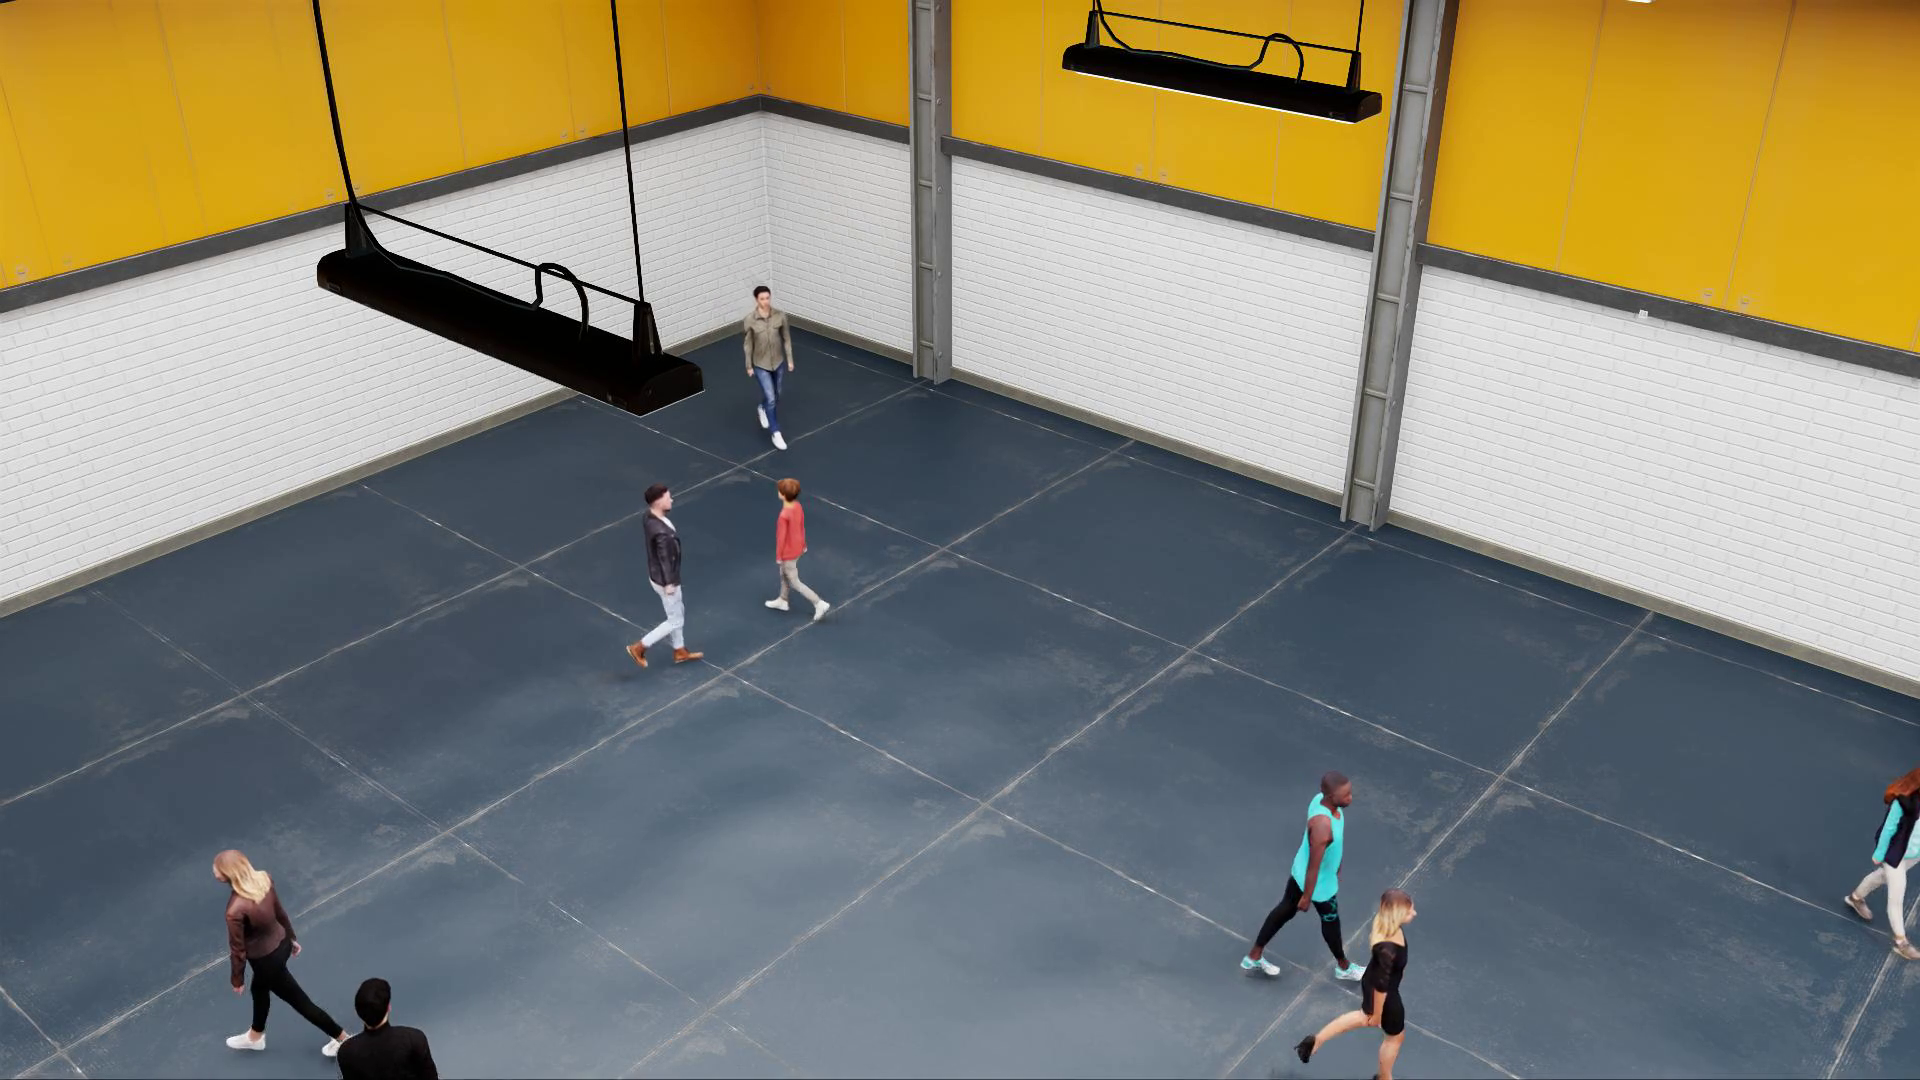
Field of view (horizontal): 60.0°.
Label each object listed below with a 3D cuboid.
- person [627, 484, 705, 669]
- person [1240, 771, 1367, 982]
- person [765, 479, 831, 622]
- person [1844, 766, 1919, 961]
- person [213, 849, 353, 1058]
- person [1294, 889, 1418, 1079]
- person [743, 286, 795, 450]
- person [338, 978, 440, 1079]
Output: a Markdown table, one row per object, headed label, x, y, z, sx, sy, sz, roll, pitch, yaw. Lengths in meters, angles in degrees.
| label | x | y | z | sx | sy | sz | roll | pitch | yaw |
| --- | --- | --- | --- | --- | --- | --- | --- | --- | --- |
| person | -2.651 | 0.352 | 14.601 | 0.976 | 1.818 | 0.994 | -11 | 31 | -19 |
| person | 2.275 | 2.267 | 11.147 | 1.226 | 1.764 | 1.015 | 4 | 29 | 7 |
| person | -1.516 | 0.108 | 15.494 | 0.983 | 1.391 | 0.725 | 9 | 30 | 17 |
| person | 6.576 | 2.147 | 11.688 | 0.903 | 1.458 | 1.054 | -8 | 30 | -15 |
| person | -4.285 | 2.666 | 10.532 | 1.183 | 1.654 | 1.048 | 1 | 29 | 2 |
| person | 2.518 | 2.801 | 10.287 | 1.030 | 1.651 | 0.871 | 4 | 29 | 8 |
| person | -2.197 | -2.031 | 18.948 | 0.999 | 1.840 | 1.268 | -14 | 32 | -24 |
| person | -3.211 | 3.240 | 9.429 | 0.975 | 1.703 | 1.079 | -7 | 29 | -12 |
